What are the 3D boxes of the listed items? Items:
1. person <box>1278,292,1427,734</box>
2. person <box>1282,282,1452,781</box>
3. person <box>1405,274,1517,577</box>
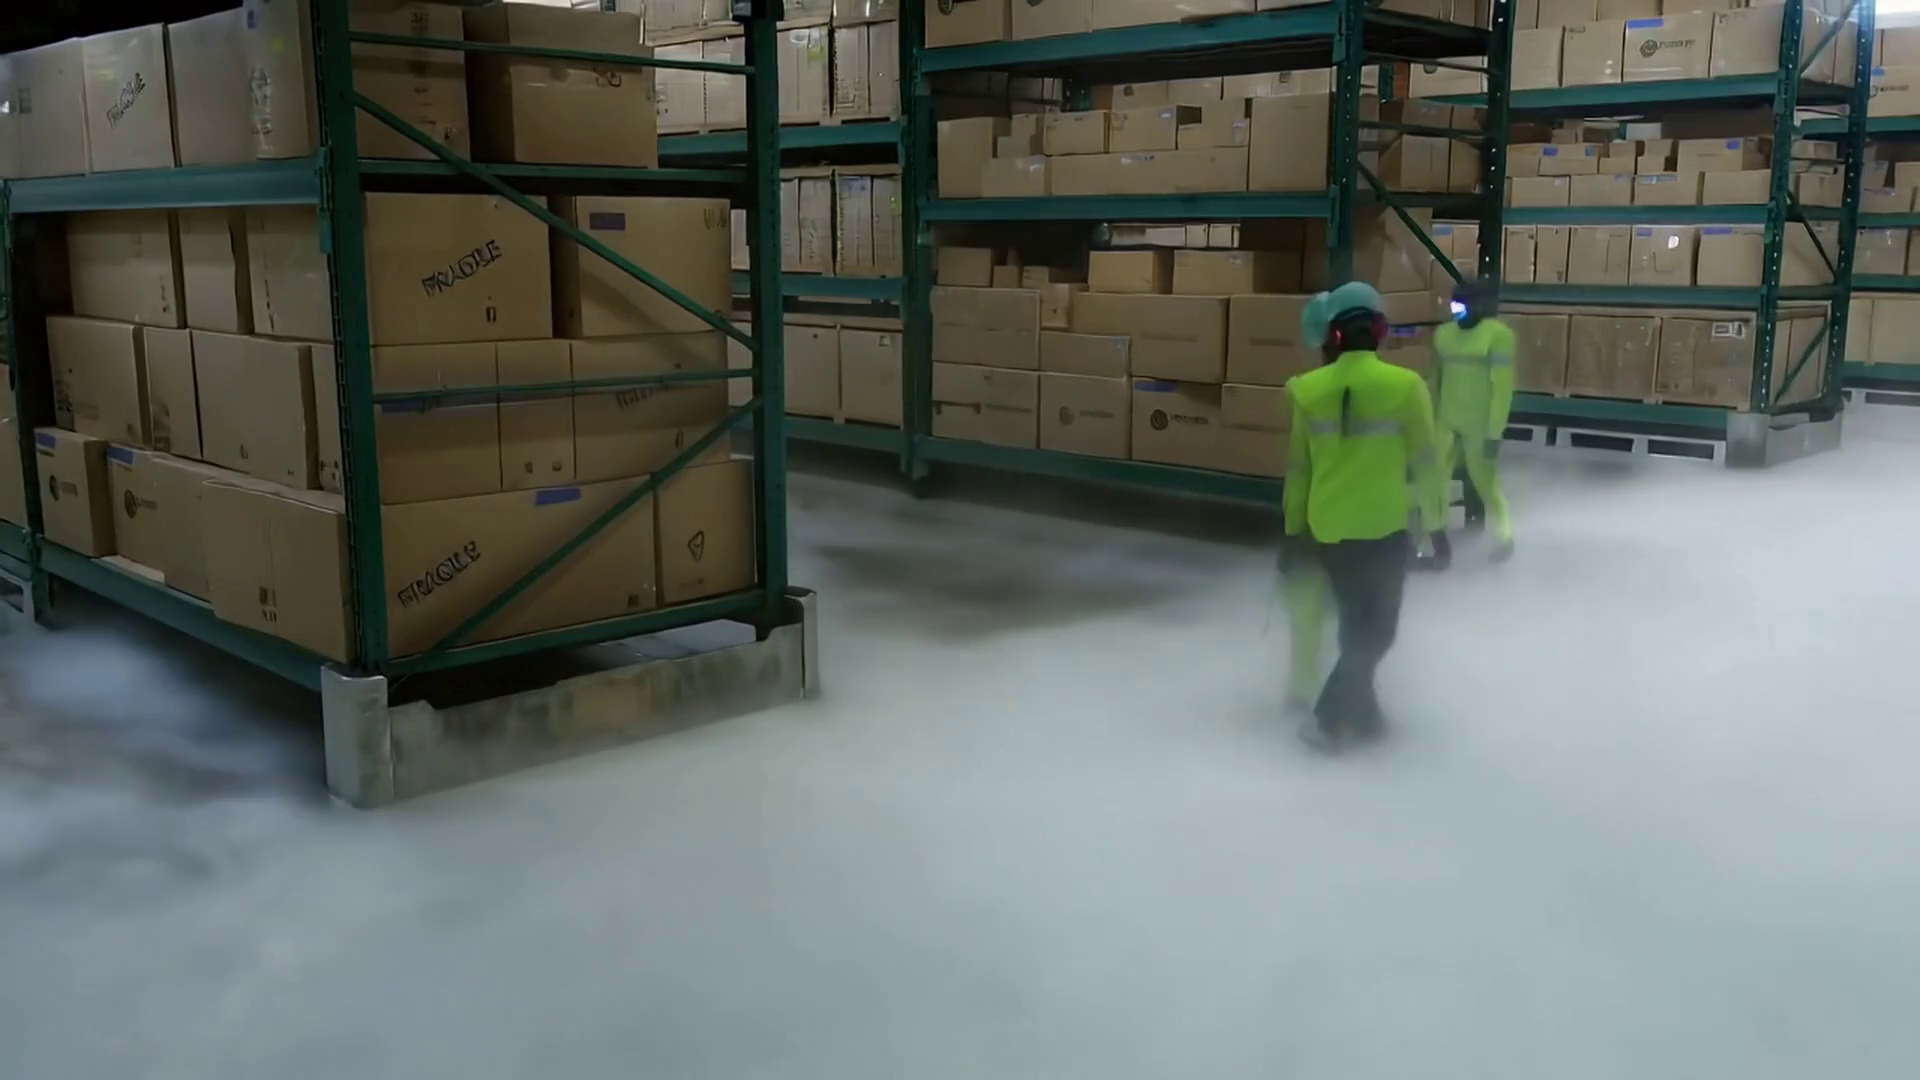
[{"bbox_3d":[1.674,-0.107,7.153,0.721,1.908,0.400,-6,12,-29],"label":"person"},{"bbox_3d":[1.561,-0.037,6.638,0.682,1.951,0.804,9,14,41],"label":"person"},{"bbox_3d":[3.244,-0.731,10.546,0.999,1.898,0.647,-8,13,-37],"label":"person"}]
